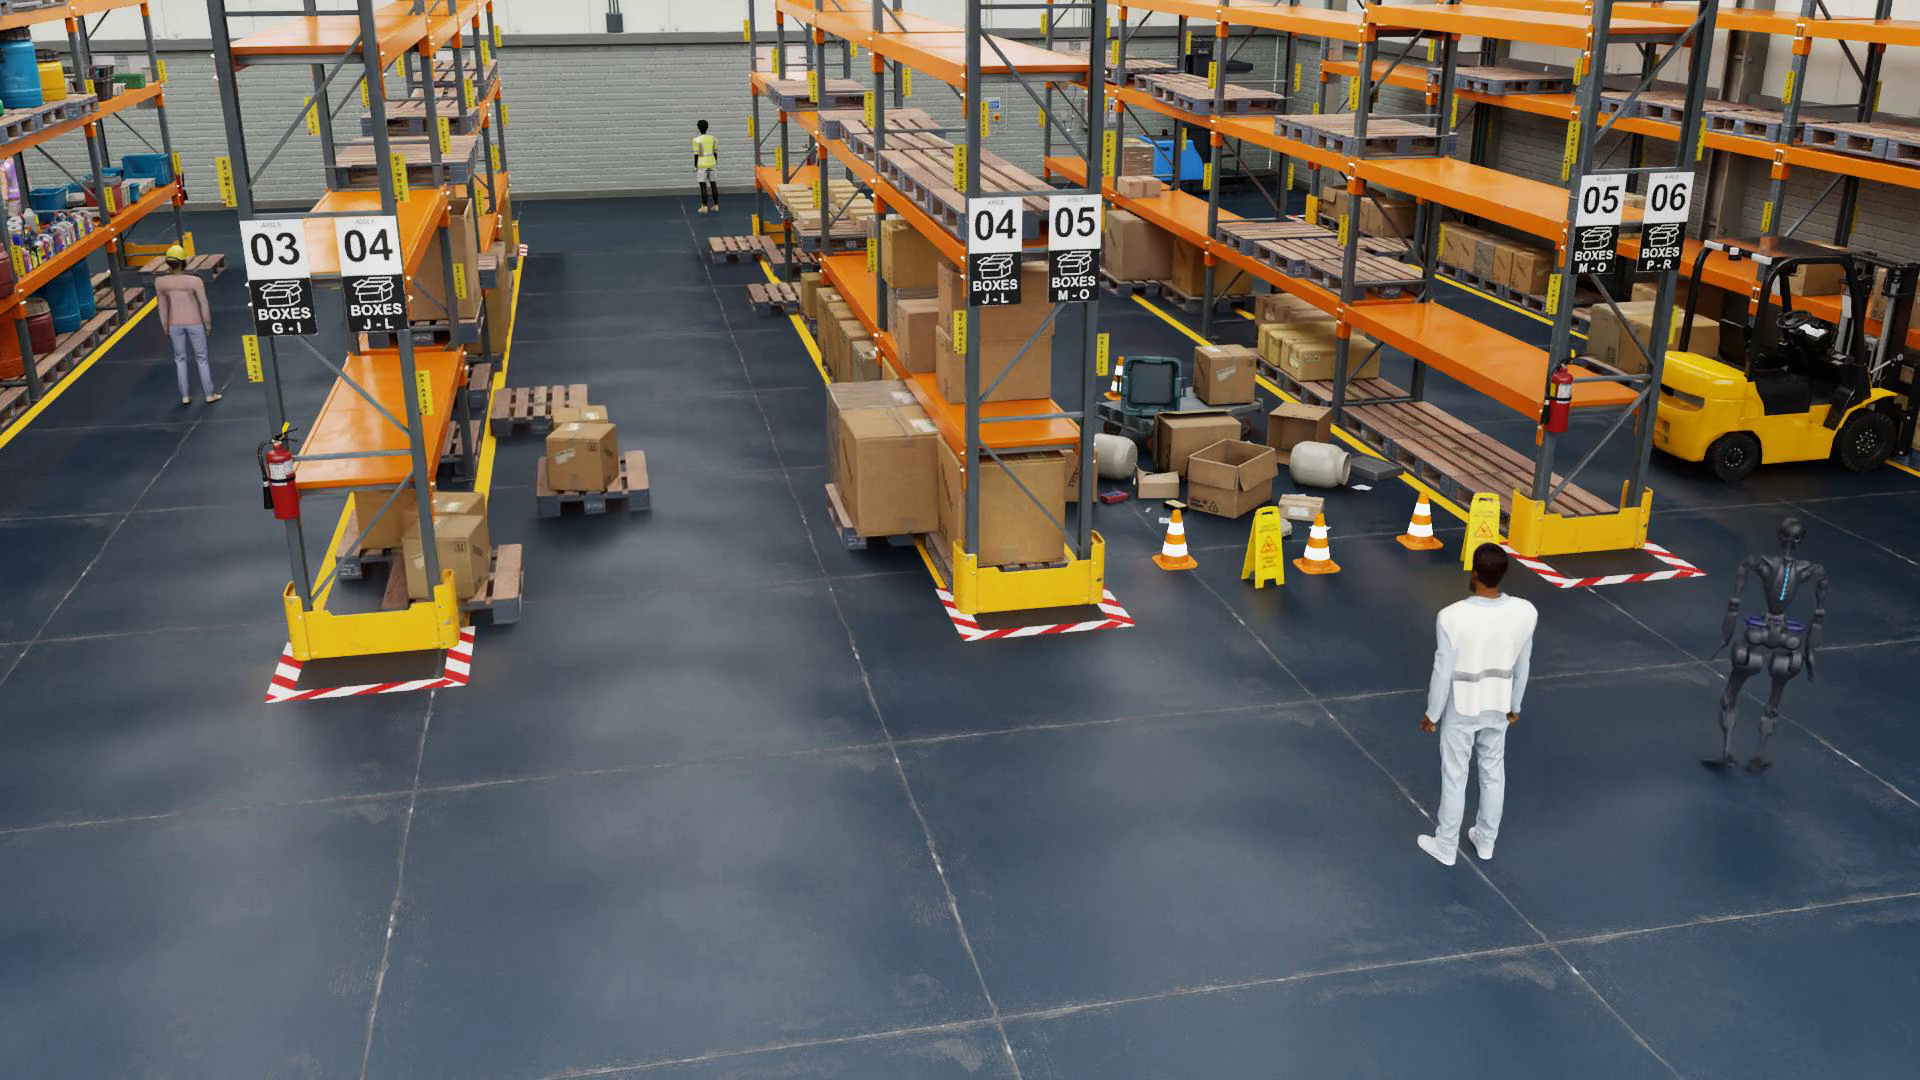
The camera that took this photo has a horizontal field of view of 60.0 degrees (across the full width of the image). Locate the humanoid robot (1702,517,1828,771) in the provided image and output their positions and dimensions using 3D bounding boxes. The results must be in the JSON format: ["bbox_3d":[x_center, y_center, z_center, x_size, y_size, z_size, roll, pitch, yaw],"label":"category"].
[{"bbox_3d":[5.040,0.668,10.383,0.612,1.636,0.464,5,21,14],"label":"humanoid robot"}]

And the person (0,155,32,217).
[{"bbox_3d":[-15.368,-5.565,27.153,0.350,1.688,0.488,11,23,27],"label":"person"}]

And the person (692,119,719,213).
[{"bbox_3d":[-4.700,-6.907,30.742,0.537,1.698,0.319,-17,26,-38],"label":"person"}]

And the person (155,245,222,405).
[{"bbox_3d":[-8.588,-2.387,18.481,0.532,1.765,0.327,-3,21,-8],"label":"person"}]

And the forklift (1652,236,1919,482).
[{"bbox_3d":[8.013,-1.814,16.330,2.313,2.155,1.214,-4,21,-12],"label":"forklift"}]

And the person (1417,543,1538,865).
[{"bbox_3d":[2.891,0.931,9.330,0.588,1.919,0.393,-4,21,-11],"label":"person"}]

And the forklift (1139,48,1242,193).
[{"bbox_3d":[4.566,-8.313,32.860,1.873,2.768,1.129,-4,21,-12],"label":"forklift"}]
